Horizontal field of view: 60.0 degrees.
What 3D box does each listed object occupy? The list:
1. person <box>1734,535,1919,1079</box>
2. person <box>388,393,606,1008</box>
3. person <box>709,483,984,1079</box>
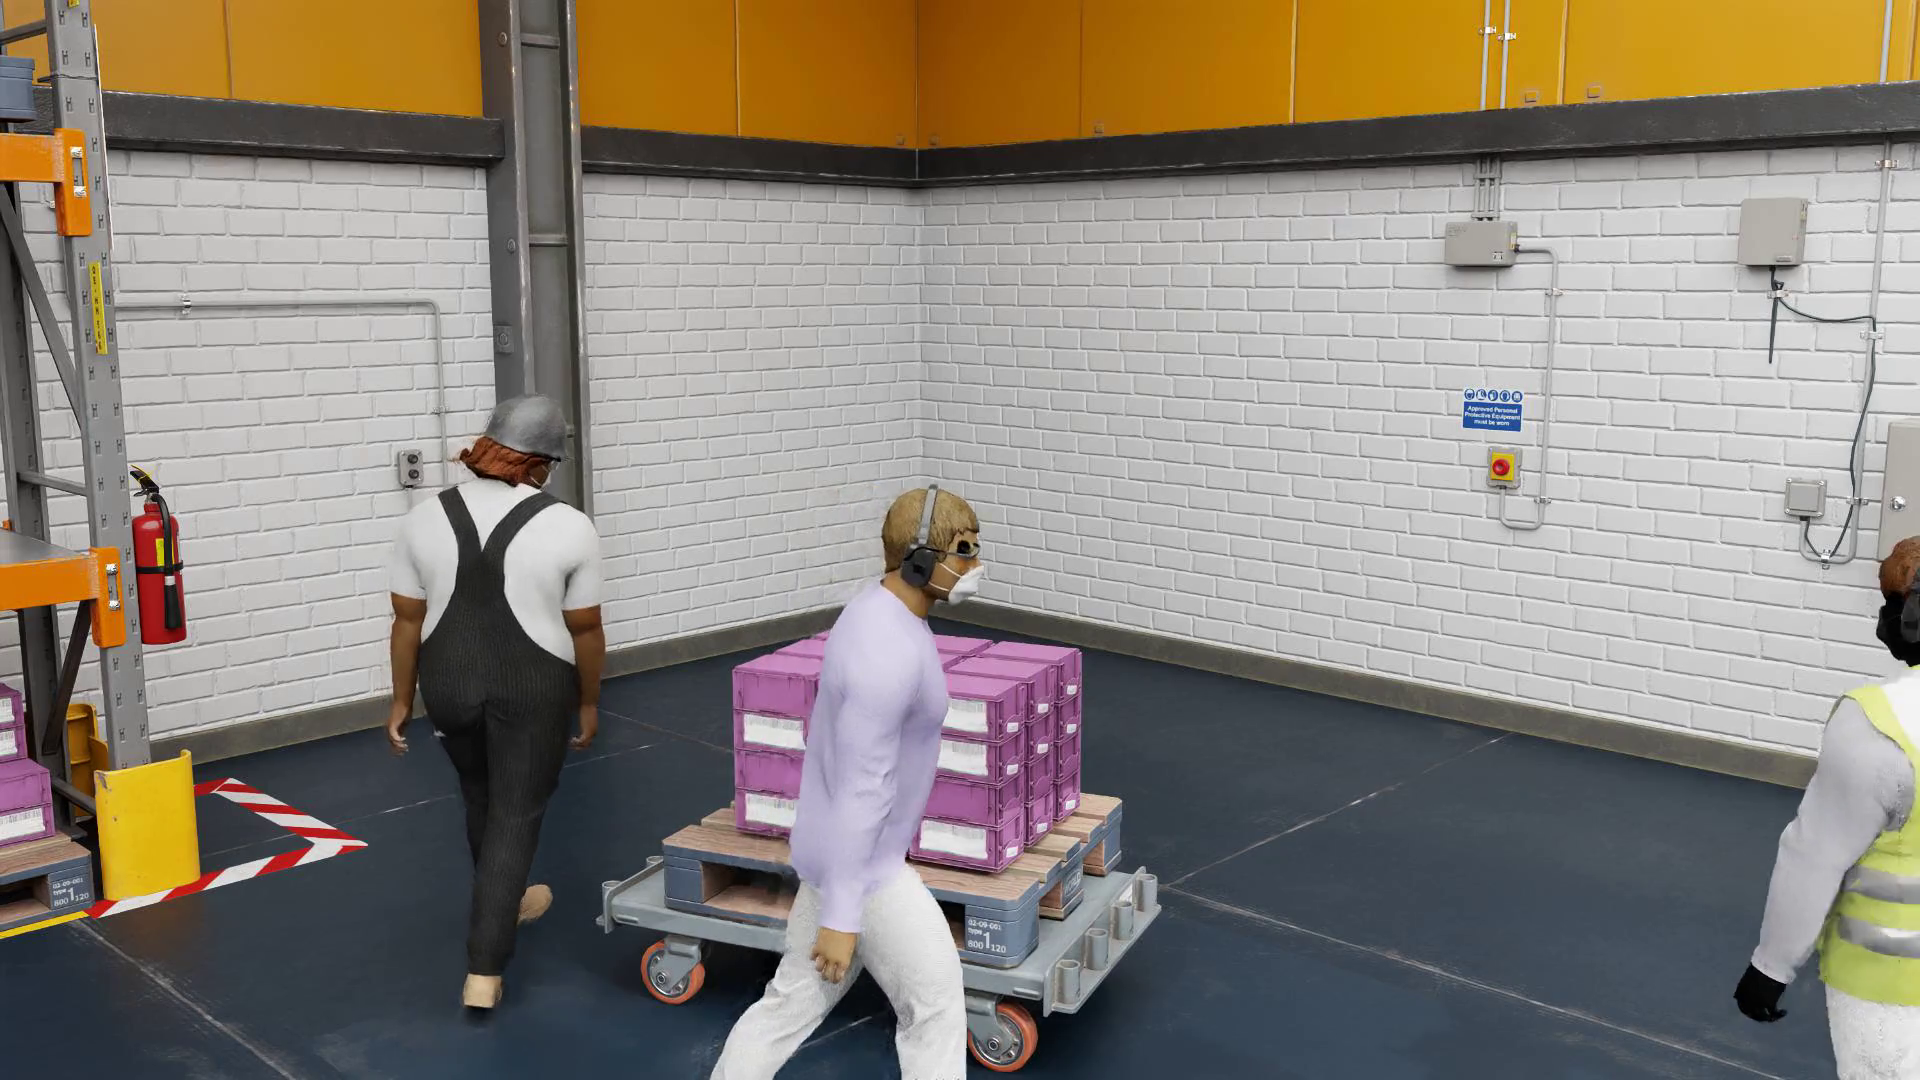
[{"bbox_3d":[1.976,0.888,3.555,0.638,1.821,0.662,-4,10,-25],"label":"person"},{"bbox_3d":[-1.521,0.456,5.515,0.719,2.000,0.992,1,9,7],"label":"person"},{"bbox_3d":[-0.276,0.786,4.046,0.974,1.873,0.654,-1,9,-5],"label":"person"}]
